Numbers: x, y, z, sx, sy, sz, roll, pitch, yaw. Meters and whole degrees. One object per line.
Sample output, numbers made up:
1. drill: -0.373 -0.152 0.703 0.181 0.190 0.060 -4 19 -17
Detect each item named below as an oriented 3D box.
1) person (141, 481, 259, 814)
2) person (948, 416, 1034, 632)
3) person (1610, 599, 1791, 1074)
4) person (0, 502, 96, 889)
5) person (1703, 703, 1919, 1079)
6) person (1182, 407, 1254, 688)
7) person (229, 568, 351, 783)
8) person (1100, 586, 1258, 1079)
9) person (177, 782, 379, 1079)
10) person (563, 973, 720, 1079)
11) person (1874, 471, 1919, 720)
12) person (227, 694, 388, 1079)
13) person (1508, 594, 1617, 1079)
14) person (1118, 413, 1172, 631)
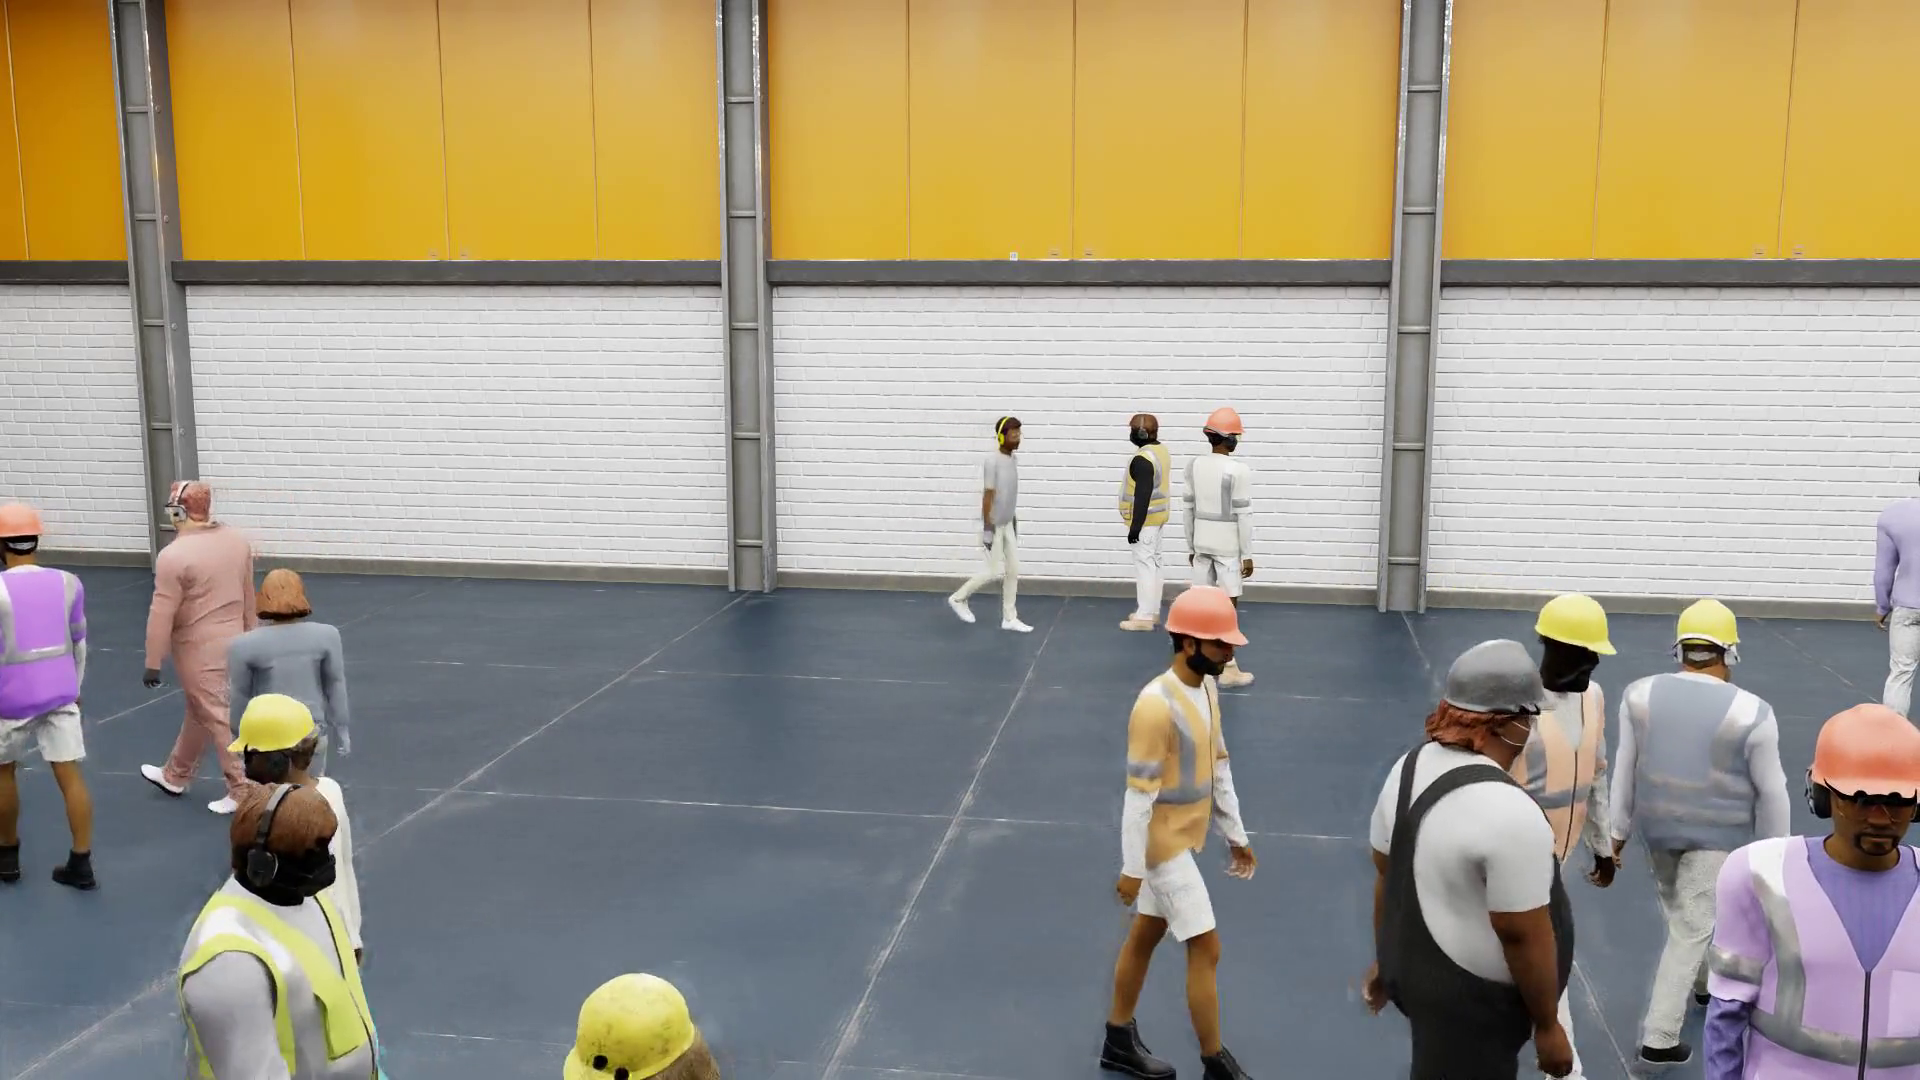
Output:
1. person: -4.341 0.601 9.304 0.932 1.863 0.674 2 9 12
2. person: 0.271 -0.138 13.989 0.655 1.841 0.568 5 11 29
3. person: 2.898 1.113 6.471 0.975 1.766 0.623 -8 12 -42
4. person: -4.613 0.767 8.197 0.815 1.900 0.614 6 11 34
5. person: 2.087 1.383 3.954 0.605 2.045 0.378 2 9 11
6. person: 1.905 0.051 12.167 0.379 2.045 0.605 -8 12 -41
7. person: -3.290 0.924 8.131 0.523 1.592 0.801 -6 11 -32
8. person: 0.890 1.111 6.065 0.853 1.899 0.536 4 10 22
9. person: -1.689 1.475 4.116 0.498 1.816 0.628 0 9 -3
10. person: -0.624 1.651 3.304 0.633 1.703 0.523 -6 11 -34
11. person: 5.891 0.437 10.115 0.627 1.940 0.371 9 13 44
12. person: -2.127 1.329 5.286 0.925 1.710 0.549 -1 9 -4
13. person: 2.130 1.105 6.237 0.608 1.881 0.965 -6 11 -33
14. person: 1.552 -0.156 14.072 0.429 1.844 0.621 4 10 22
